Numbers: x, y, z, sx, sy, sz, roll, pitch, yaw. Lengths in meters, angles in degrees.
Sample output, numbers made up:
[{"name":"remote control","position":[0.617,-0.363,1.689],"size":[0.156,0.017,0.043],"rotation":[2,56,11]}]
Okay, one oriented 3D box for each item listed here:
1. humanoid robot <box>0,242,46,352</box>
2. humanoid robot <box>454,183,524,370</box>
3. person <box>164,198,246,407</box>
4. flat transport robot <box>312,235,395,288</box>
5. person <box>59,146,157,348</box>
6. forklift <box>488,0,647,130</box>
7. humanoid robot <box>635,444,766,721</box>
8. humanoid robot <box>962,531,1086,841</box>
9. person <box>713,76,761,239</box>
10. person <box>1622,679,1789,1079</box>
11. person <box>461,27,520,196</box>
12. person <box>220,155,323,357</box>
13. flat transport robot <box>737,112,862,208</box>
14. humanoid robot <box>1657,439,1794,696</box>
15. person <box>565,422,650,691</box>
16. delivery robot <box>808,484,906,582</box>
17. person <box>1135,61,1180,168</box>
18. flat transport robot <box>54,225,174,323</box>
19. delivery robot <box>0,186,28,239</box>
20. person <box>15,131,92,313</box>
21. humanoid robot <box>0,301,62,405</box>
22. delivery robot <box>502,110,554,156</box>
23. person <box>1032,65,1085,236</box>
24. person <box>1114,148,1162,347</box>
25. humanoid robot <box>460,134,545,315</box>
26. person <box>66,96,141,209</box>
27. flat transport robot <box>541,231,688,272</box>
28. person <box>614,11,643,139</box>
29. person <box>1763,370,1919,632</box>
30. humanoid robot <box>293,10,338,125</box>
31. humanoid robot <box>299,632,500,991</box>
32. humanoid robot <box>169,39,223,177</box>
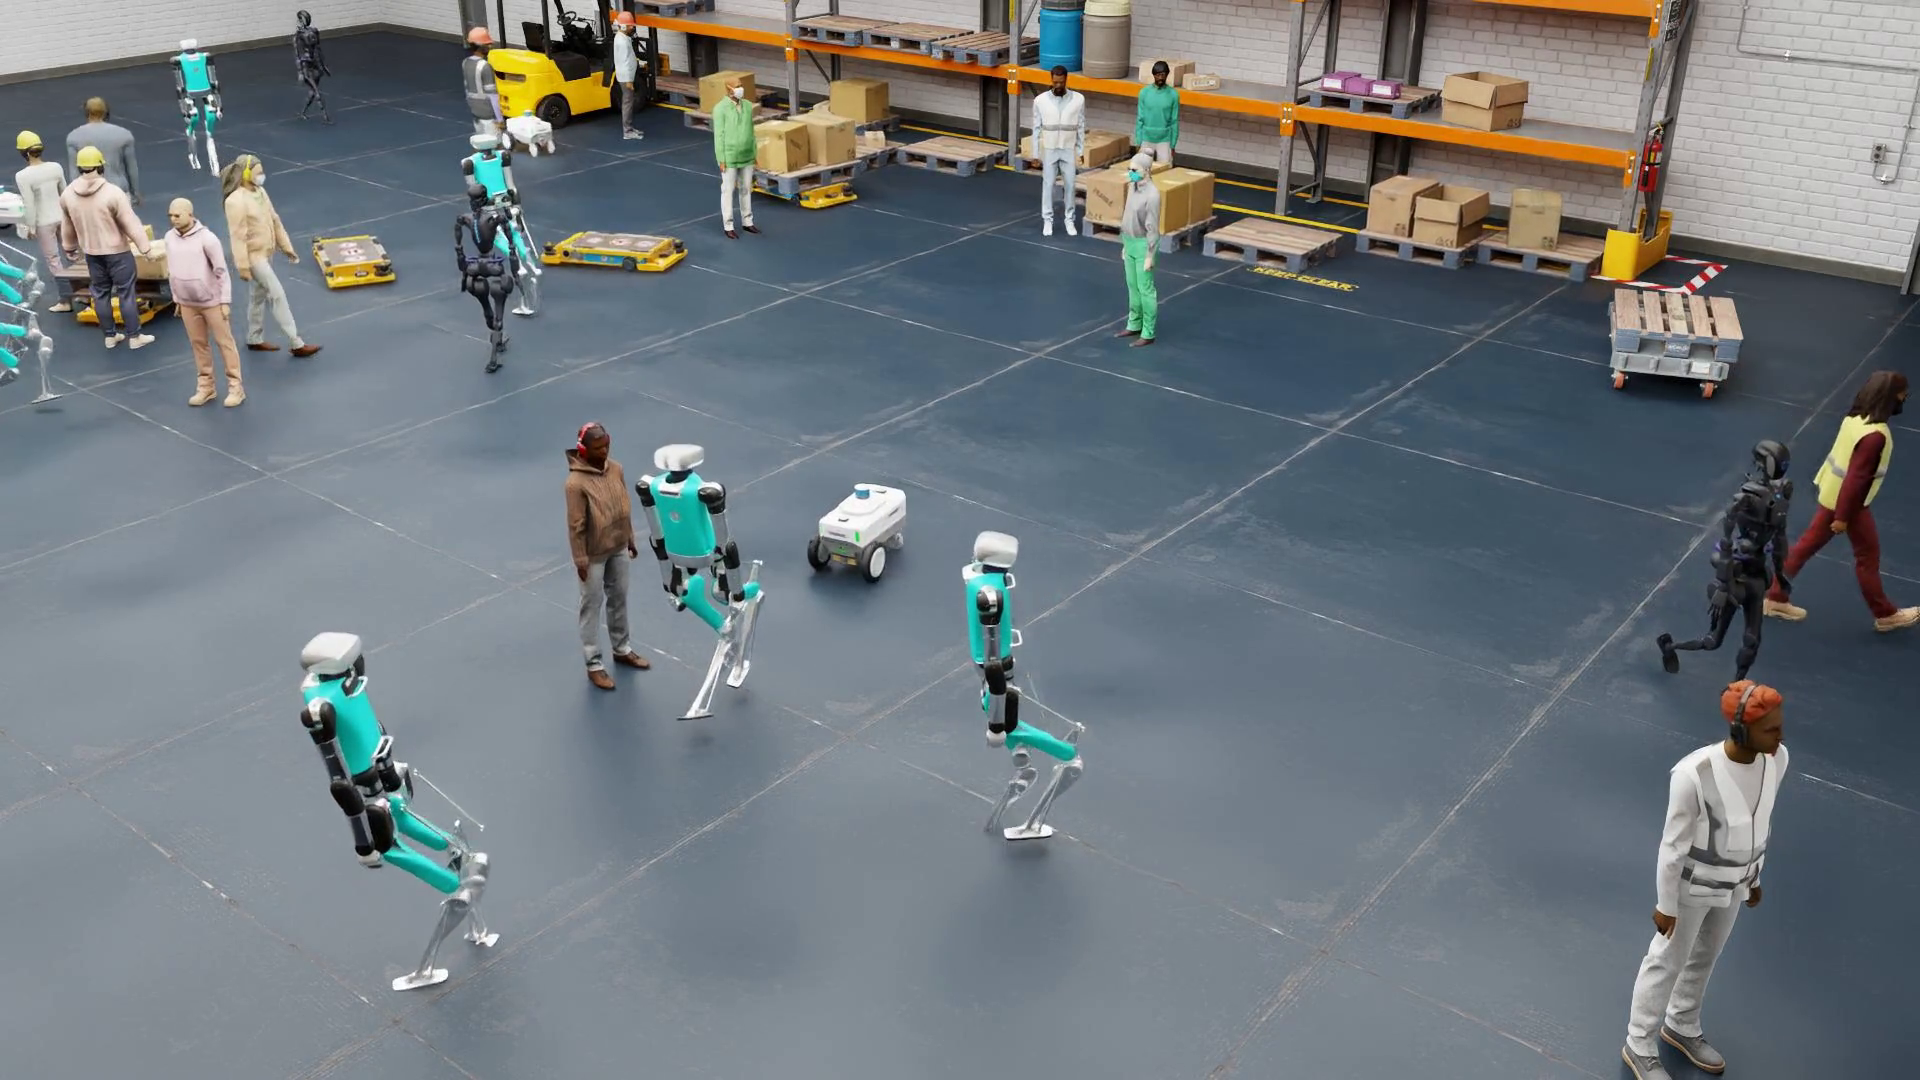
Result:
[{"name":"humanoid robot","position":[-8.788,-2.598,15.272],"size":[0.797,1.780,0.531],"rotation":[-10,27,-19]},{"name":"humanoid robot","position":[-4.239,-2.395,14.959],"size":[0.599,1.623,0.783],"rotation":[3,26,5]},{"name":"person","position":[-6.348,-1.998,13.966],"size":[0.524,1.782,0.406],"rotation":[4,26,9]},{"name":"flat transport robot","position":[-6.491,-2.991,17.765],"size":[0.659,0.231,1.431],"rotation":[-12,28,-23]},{"name":"person","position":[-7.832,-2.659,15.254],"size":[0.809,1.858,0.438],"rotation":[1,26,3]},{"name":"forklift","position":[-5.874,-7.334,24.552],"size":[1.214,2.155,2.313],"rotation":[19,32,34]},{"name":"humanoid robot","position":[-1.402,0.183,9.488],"size":[0.573,1.724,0.996],"rotation":[10,28,20]},{"name":"humanoid robot","position":[0.360,0.810,8.259],"size":[0.749,1.844,0.542],"rotation":[-1,26,-3]},{"name":"person","position":[-2.522,-4.322,18.780],"size":[0.538,1.785,0.383],"rotation":[-21,33,-37]},{"name":"person","position":[3.060,1.412,6.790],"size":[0.573,1.884,0.356],"rotation":[-12,28,-24]},{"name":"person","position":[-5.787,-5.218,20.363],"size":[0.411,2.034,0.635],"rotation":[-22,34,-38]},{"name":"person","position":[-6.241,-2.566,15.091],"size":[0.881,1.838,0.541],"rotation":[0,26,1]},{"name":"flat transport robot","position":[-1.993,-4.362,20.604],"size":[1.431,0.231,0.659],"rotation":[23,34,39]},{"name":"humanoid robot","position":[4.512,0.154,9.661],"size":[0.601,1.637,0.647],"rotation":[-14,29,-27]},{"name":"person","position":[-2.124,0.070,9.830],"size":[0.312,1.650,0.470],"rotation":[17,30,31]},{"name":"delivery robot","position":[-0.689,-0.086,11.422],"size":[0.530,0.596,0.767],"rotation":[13,29,24]},{"name":"person","position":[2.295,-4.652,19.398],"size":[0.503,1.842,0.408],"rotation":[4,26,9]},{"name":"flat transport robot","position":[-8.188,-2.486,16.719],"size":[0.659,0.231,1.431],"rotation":[2,26,4]},{"name":"delivery robot","position":[-10.917,-3.745,18.984],"size":[0.773,0.582,0.499],"rotation":[4,26,8]},{"name":"person","position":[-8.930,-3.114,16.298],"size":[0.324,1.766,0.532],"rotation":[10,27,19]},{"name":"humanoid robot","position":[-7.929,-1.838,13.711],"size":[1.027,1.718,0.533],"rotation":[-8,27,-15]},{"name":"delivery robot","position":[-5.921,-5.591,22.842],"size":[0.499,0.613,0.816],"rotation":[-23,34,-39]},{"name":"person","position":[1.110,-4.407,18.822],"size":[0.596,1.906,0.408],"rotation":[-2,26,-4]},{"name":"person","position":[1.668,-2.713,15.386],"size":[0.329,1.843,0.516],"rotation":[-9,27,-19]},{"name":"humanoid robot","position":[-4.350,-2.967,16.104],"size":[0.792,1.831,0.544],"rotation":[21,33,37]},{"name":"person","position":[-8.771,-3.569,17.102],"size":[0.637,1.893,0.795],"rotation":[-4,26,-9]},{"name":"flat transport robot","position":[-3.751,-3.135,18.062],"size":[1.431,0.231,0.659],"rotation":[7,27,13]},{"name":"person","position":[-4.672,-6.547,23.435],"size":[0.352,1.742,0.572],"rotation":[-6,26,-12]},{"name":"person","position":[5.645,-0.238,10.383],"size":[0.966,1.718,0.485],"rotation":[6,26,12]},{"name":"humanoid robot","position":[-9.562,-6.922,24.364],"size":[0.794,1.646,0.608],"rotation":[9,27,18]},{"name":"humanoid robot","position":[-2.376,1.227,7.382],"size":[0.809,1.800,0.530],"rotation":[-1,26,-3]},{"name":"humanoid robot","position":[-9.890,-5.583,21.501],"size":[0.543,1.821,0.899],"rotation":[-19,32,-35]}]
